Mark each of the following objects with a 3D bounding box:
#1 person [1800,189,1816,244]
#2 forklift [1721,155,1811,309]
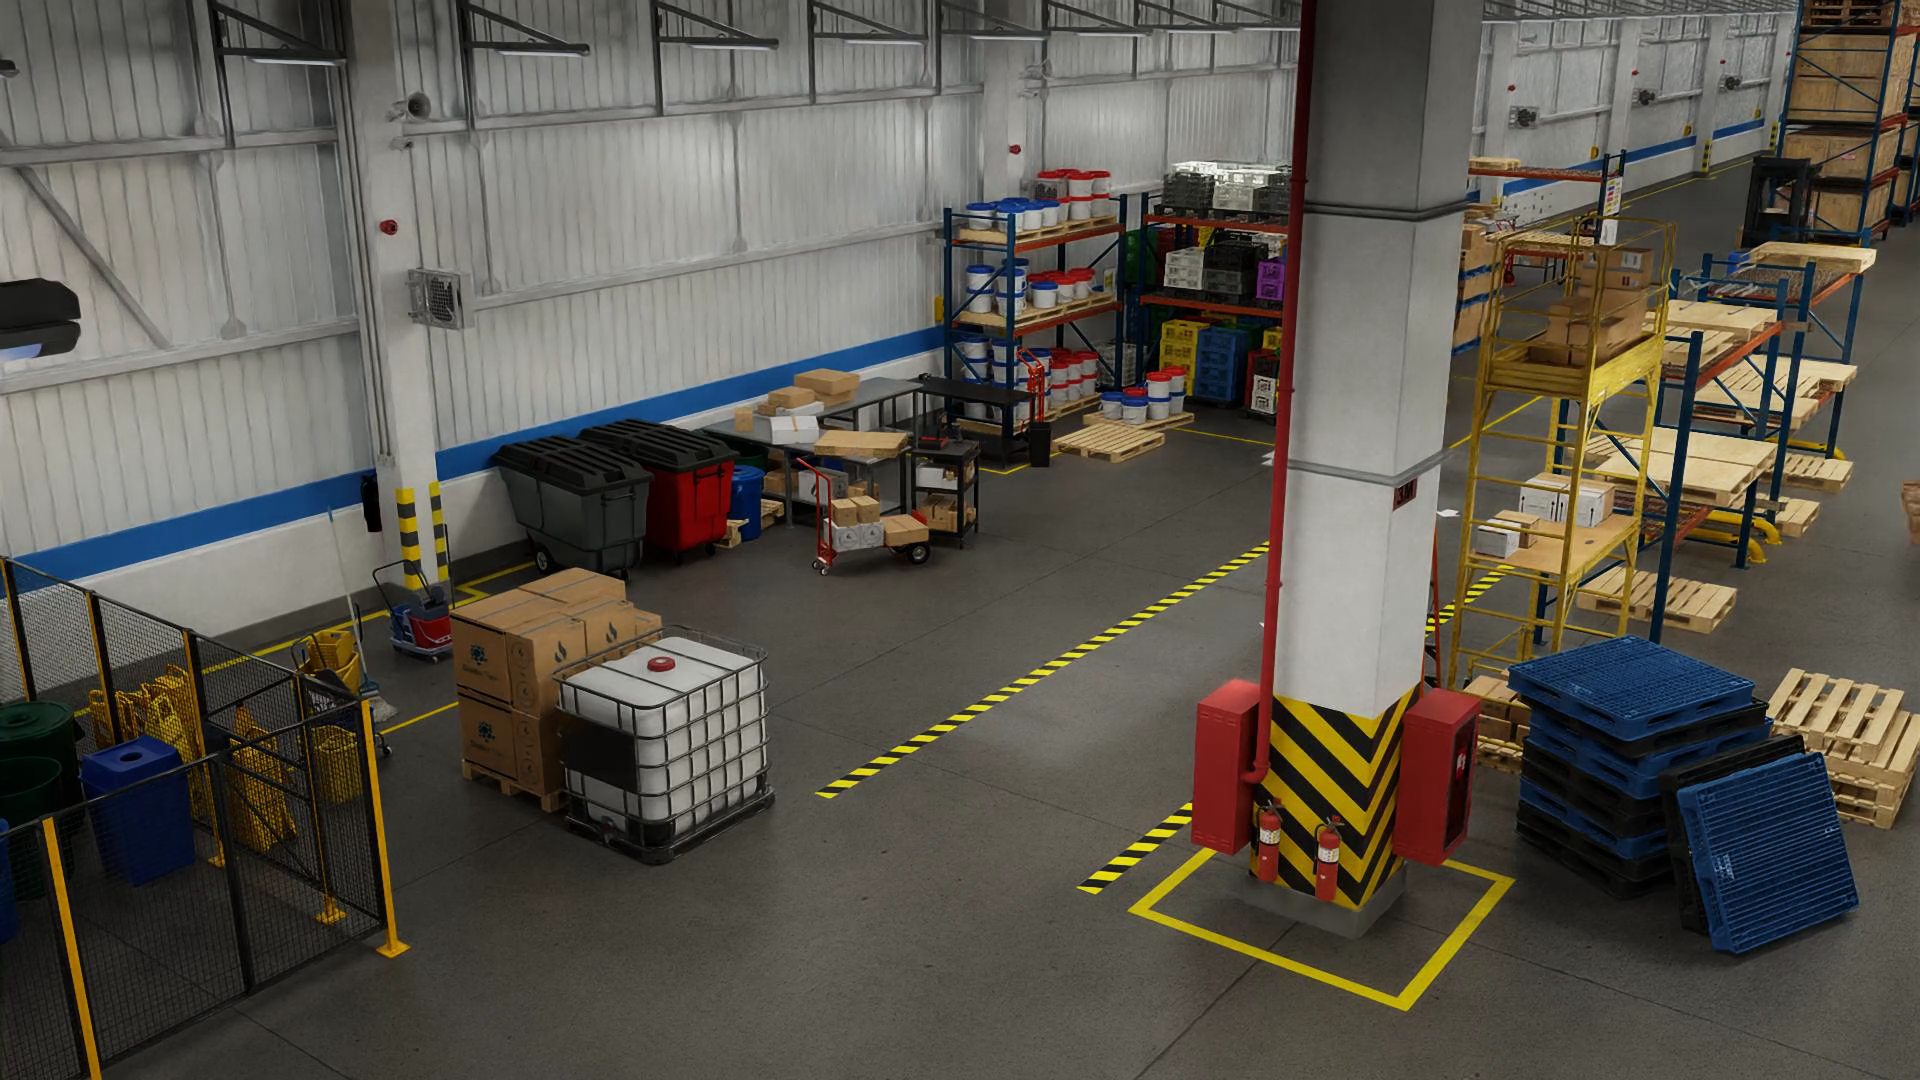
[{"bbox_3d":[17.453,-6.364,34.665,0.540,1.908,0.956,-11,21,-31],"label":"person"},{"bbox_3d":[15.377,-5.855,31.539,1.129,2.768,1.873,13,22,34],"label":"forklift"}]
